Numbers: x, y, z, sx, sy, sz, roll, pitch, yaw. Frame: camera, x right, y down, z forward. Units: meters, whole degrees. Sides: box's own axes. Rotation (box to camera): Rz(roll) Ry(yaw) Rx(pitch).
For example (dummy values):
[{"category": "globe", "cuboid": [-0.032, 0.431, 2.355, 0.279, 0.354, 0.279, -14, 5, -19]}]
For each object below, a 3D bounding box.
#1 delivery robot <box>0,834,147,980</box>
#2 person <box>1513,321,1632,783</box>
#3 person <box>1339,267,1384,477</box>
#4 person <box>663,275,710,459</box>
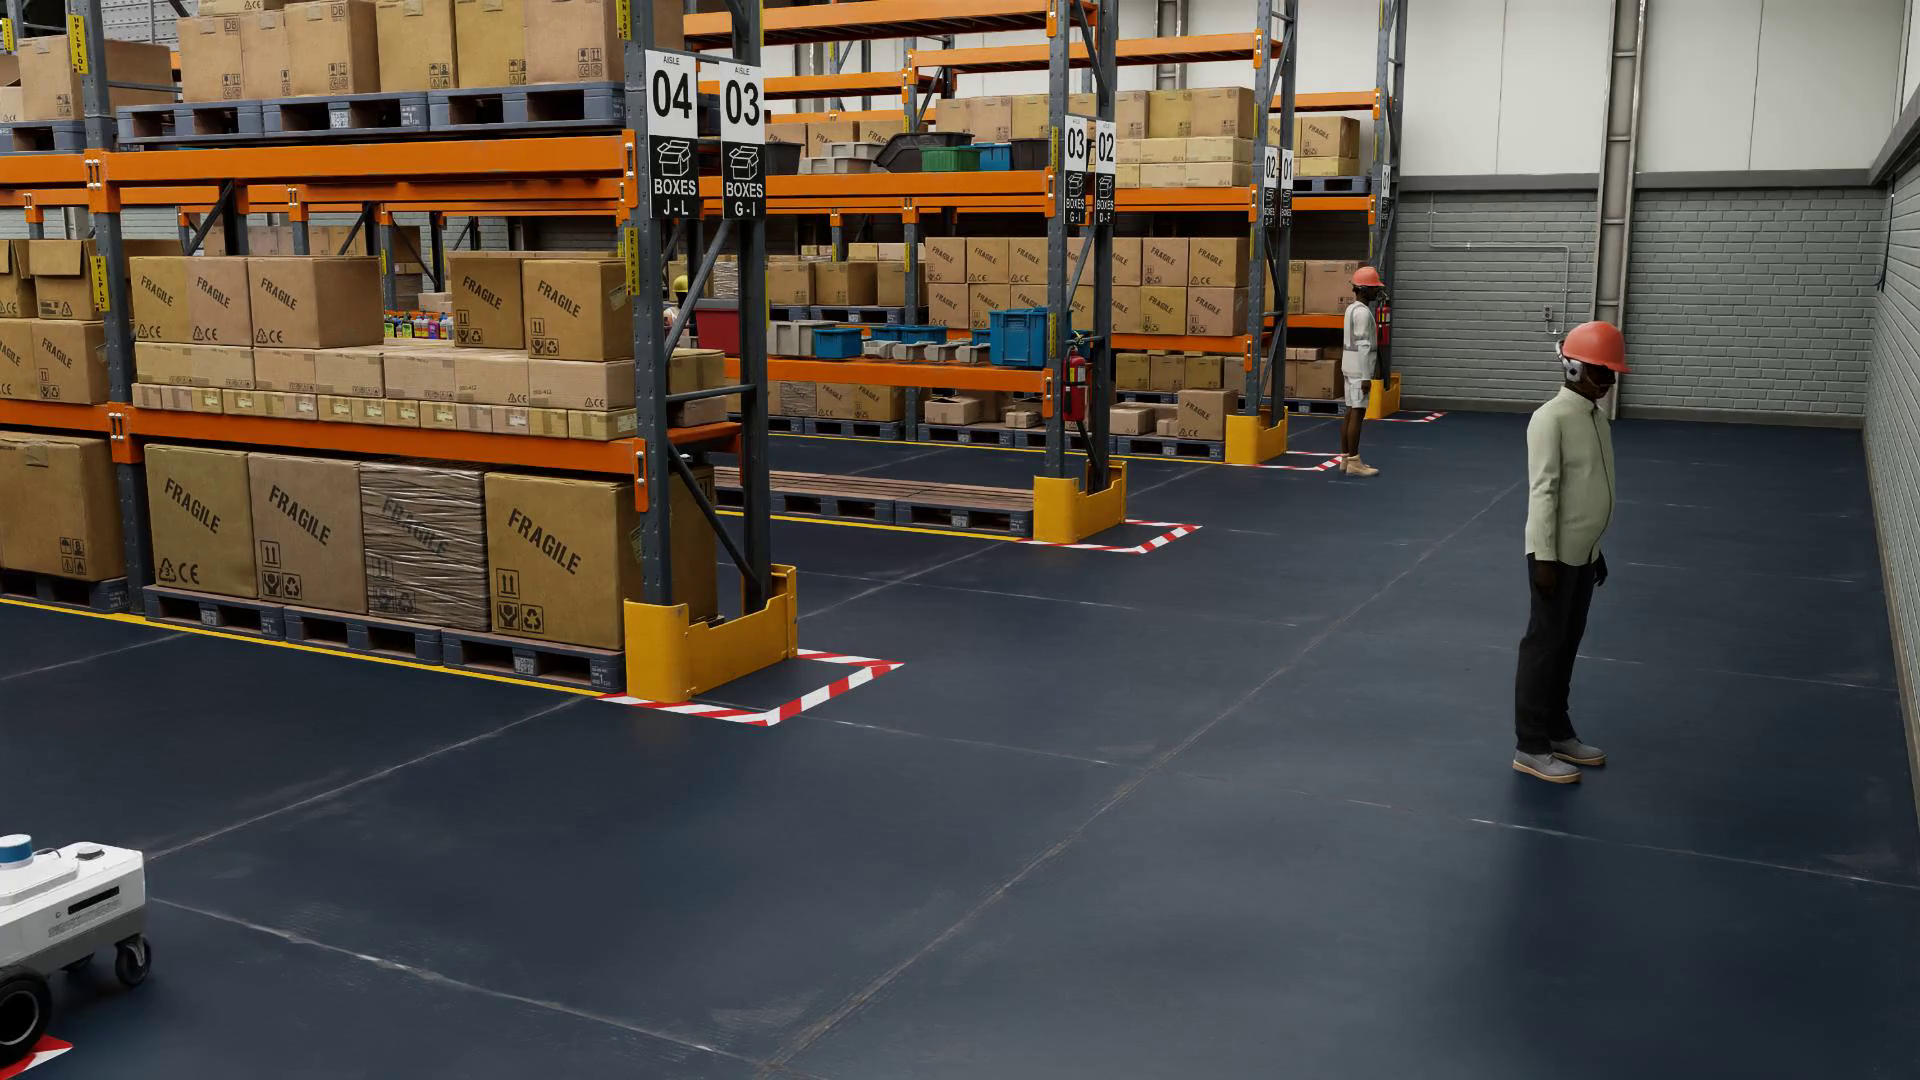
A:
[{"category": "delivery robot", "cuboid": [-2.821, 1.128, 4.992, 0.477, 0.478, 0.707, 4, 11, 22]}, {"category": "person", "cuboid": [2.665, 0.045, 7.249, 0.391, 1.986, 0.609, 9, 14, 40]}, {"category": "person", "cuboid": [3.940, -1.648, 16.325, 0.371, 2.044, 0.607, 0, 10, 1]}, {"category": "person", "cuboid": [-2.908, -1.829, 17.628, 0.366, 1.927, 0.588, 6, 12, 30]}]
